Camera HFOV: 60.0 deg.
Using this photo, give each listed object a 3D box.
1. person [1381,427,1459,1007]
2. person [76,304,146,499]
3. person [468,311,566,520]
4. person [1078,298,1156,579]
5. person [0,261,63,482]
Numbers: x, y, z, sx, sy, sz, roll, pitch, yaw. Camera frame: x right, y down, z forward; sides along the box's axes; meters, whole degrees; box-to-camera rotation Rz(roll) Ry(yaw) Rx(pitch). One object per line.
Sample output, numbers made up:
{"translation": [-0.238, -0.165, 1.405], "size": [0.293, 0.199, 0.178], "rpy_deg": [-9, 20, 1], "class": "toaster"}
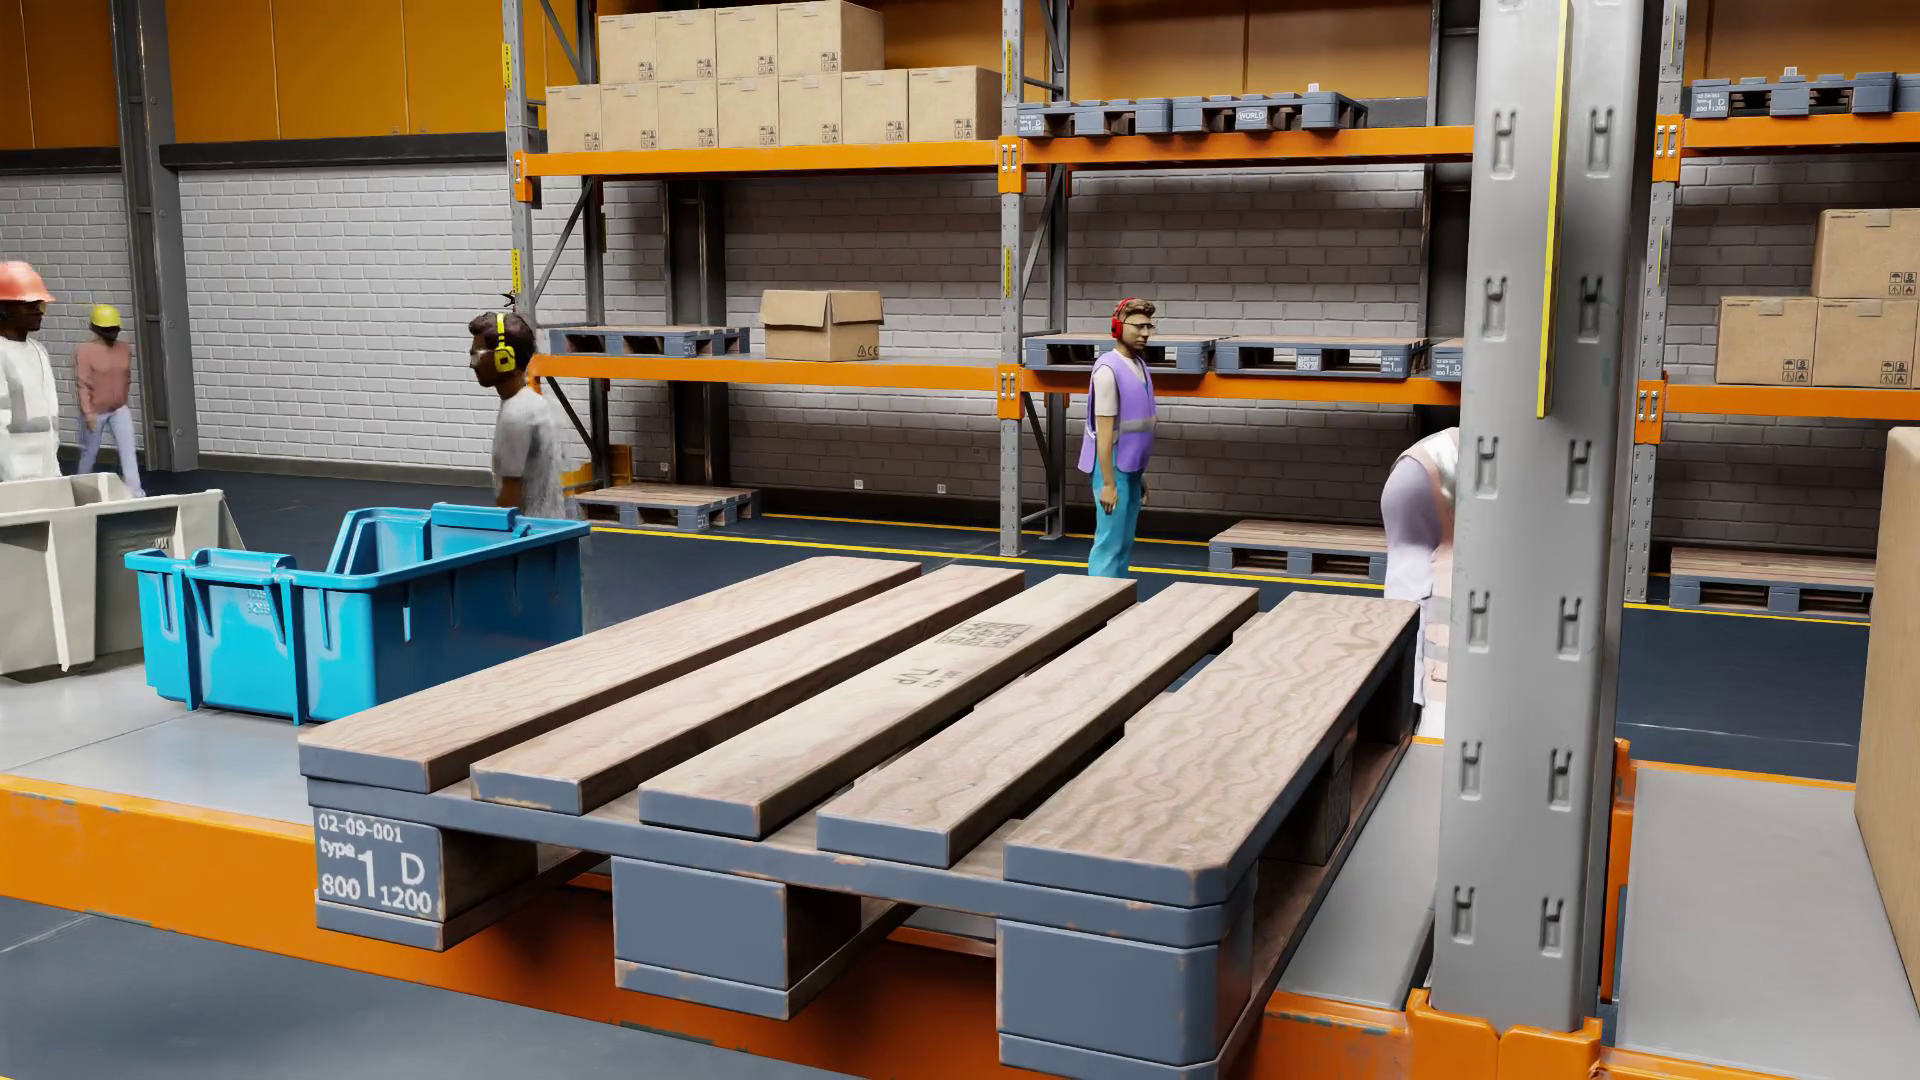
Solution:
{"translation": [1.406, 0.382, 4.380], "size": [0.620, 1.845, 0.430], "rpy_deg": [-3, 10, -17], "class": "person"}
{"translation": [-6.879, -1.045, 13.389], "size": [0.985, 1.683, 0.530], "rpy_deg": [6, 11, 31], "class": "person"}
{"translation": [-1.730, 0.086, 6.187], "size": [0.804, 1.840, 0.513], "rpy_deg": [-3, 10, -16], "class": "person"}
{"translation": [0.825, -0.330, 8.643], "size": [0.393, 1.842, 0.564], "rpy_deg": [4, 10, 23], "class": "person"}
{"translation": [-4.503, -0.328, 8.071], "size": [0.420, 2.025, 0.624], "rpy_deg": [0, 9, 3], "class": "person"}
